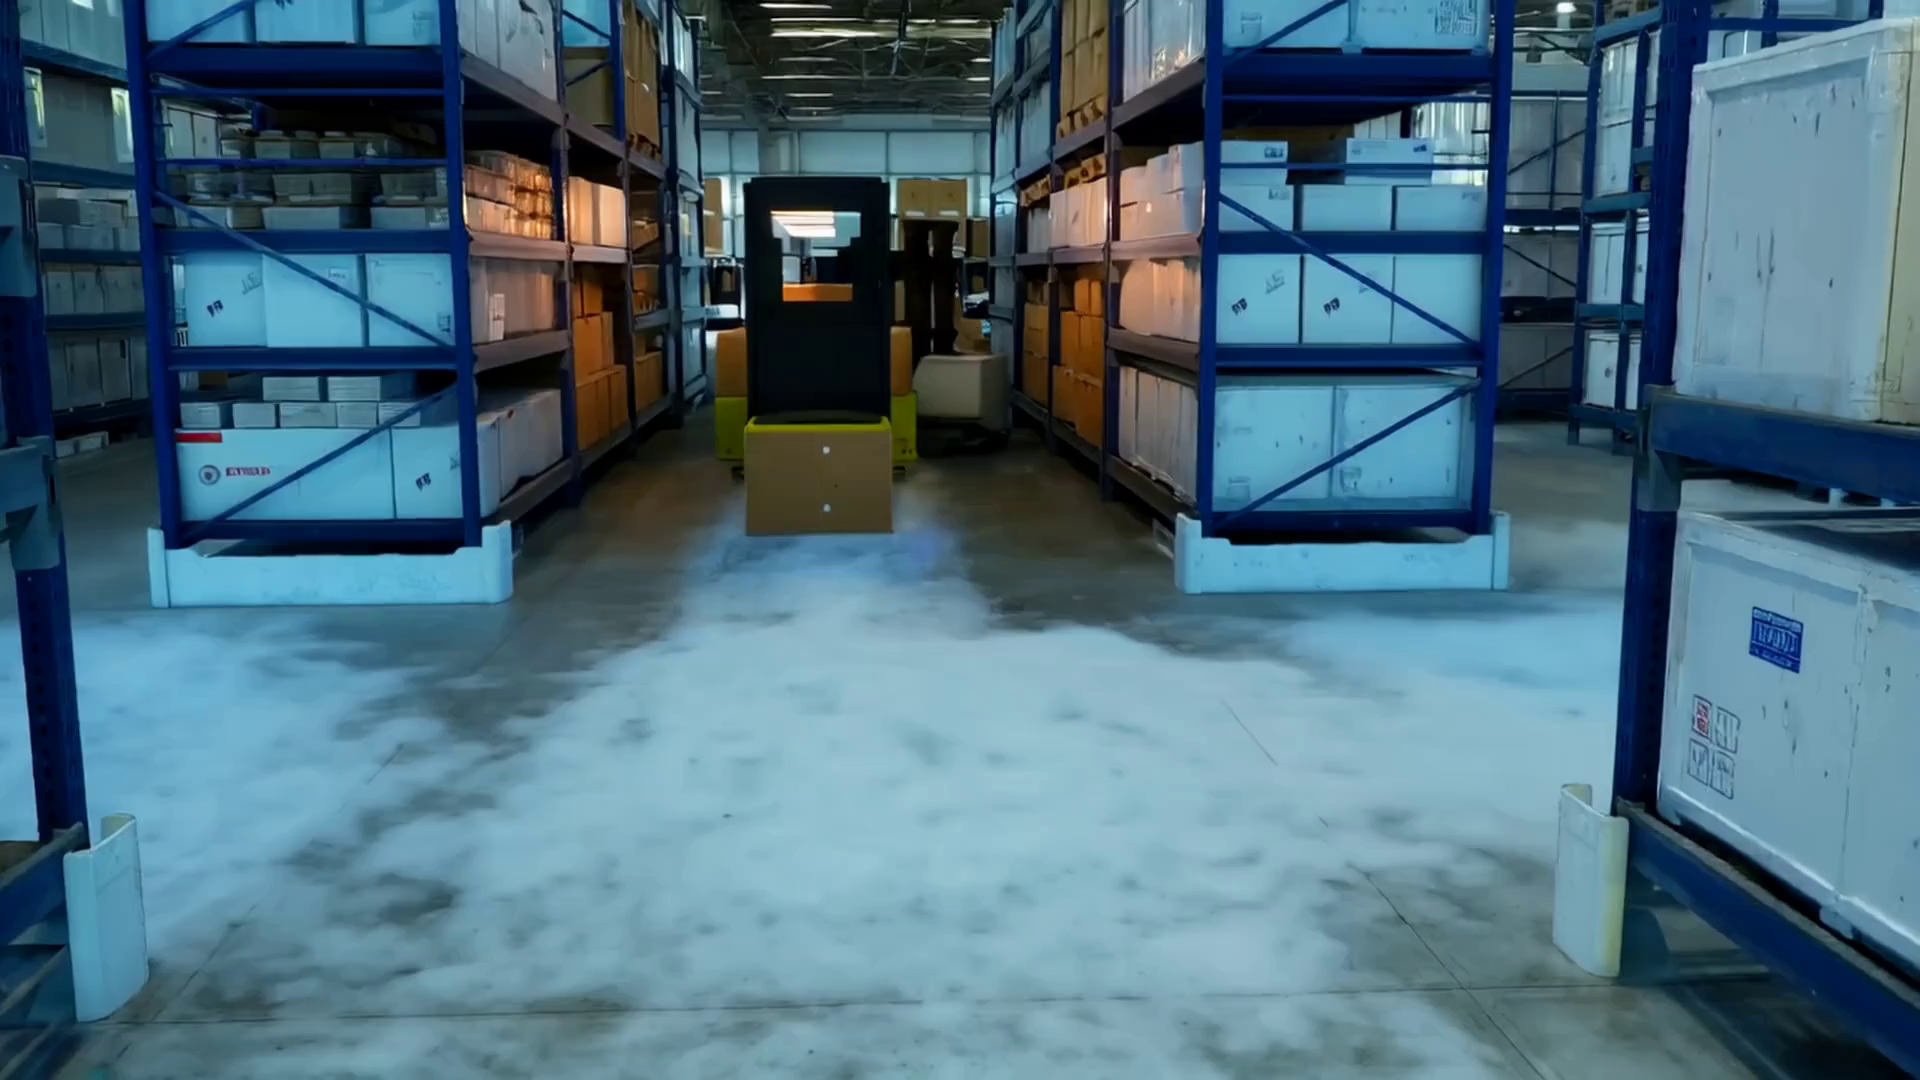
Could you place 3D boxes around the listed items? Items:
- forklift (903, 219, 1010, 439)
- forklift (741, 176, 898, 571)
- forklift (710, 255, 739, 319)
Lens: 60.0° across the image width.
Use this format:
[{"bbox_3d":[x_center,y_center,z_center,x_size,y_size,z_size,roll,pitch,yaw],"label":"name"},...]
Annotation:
[{"bbox_3d":[-0.379,-2.785,21.818,1.873,2.768,1.129,4,10,26],"label":"forklift"},{"bbox_3d":[-1.045,-1.270,12.302,1.129,2.768,1.873,-1,9,-4],"label":"forklift"},{"bbox_3d":[-8.368,-8.713,59.038,1.129,2.768,1.873,-1,9,-4],"label":"forklift"}]
